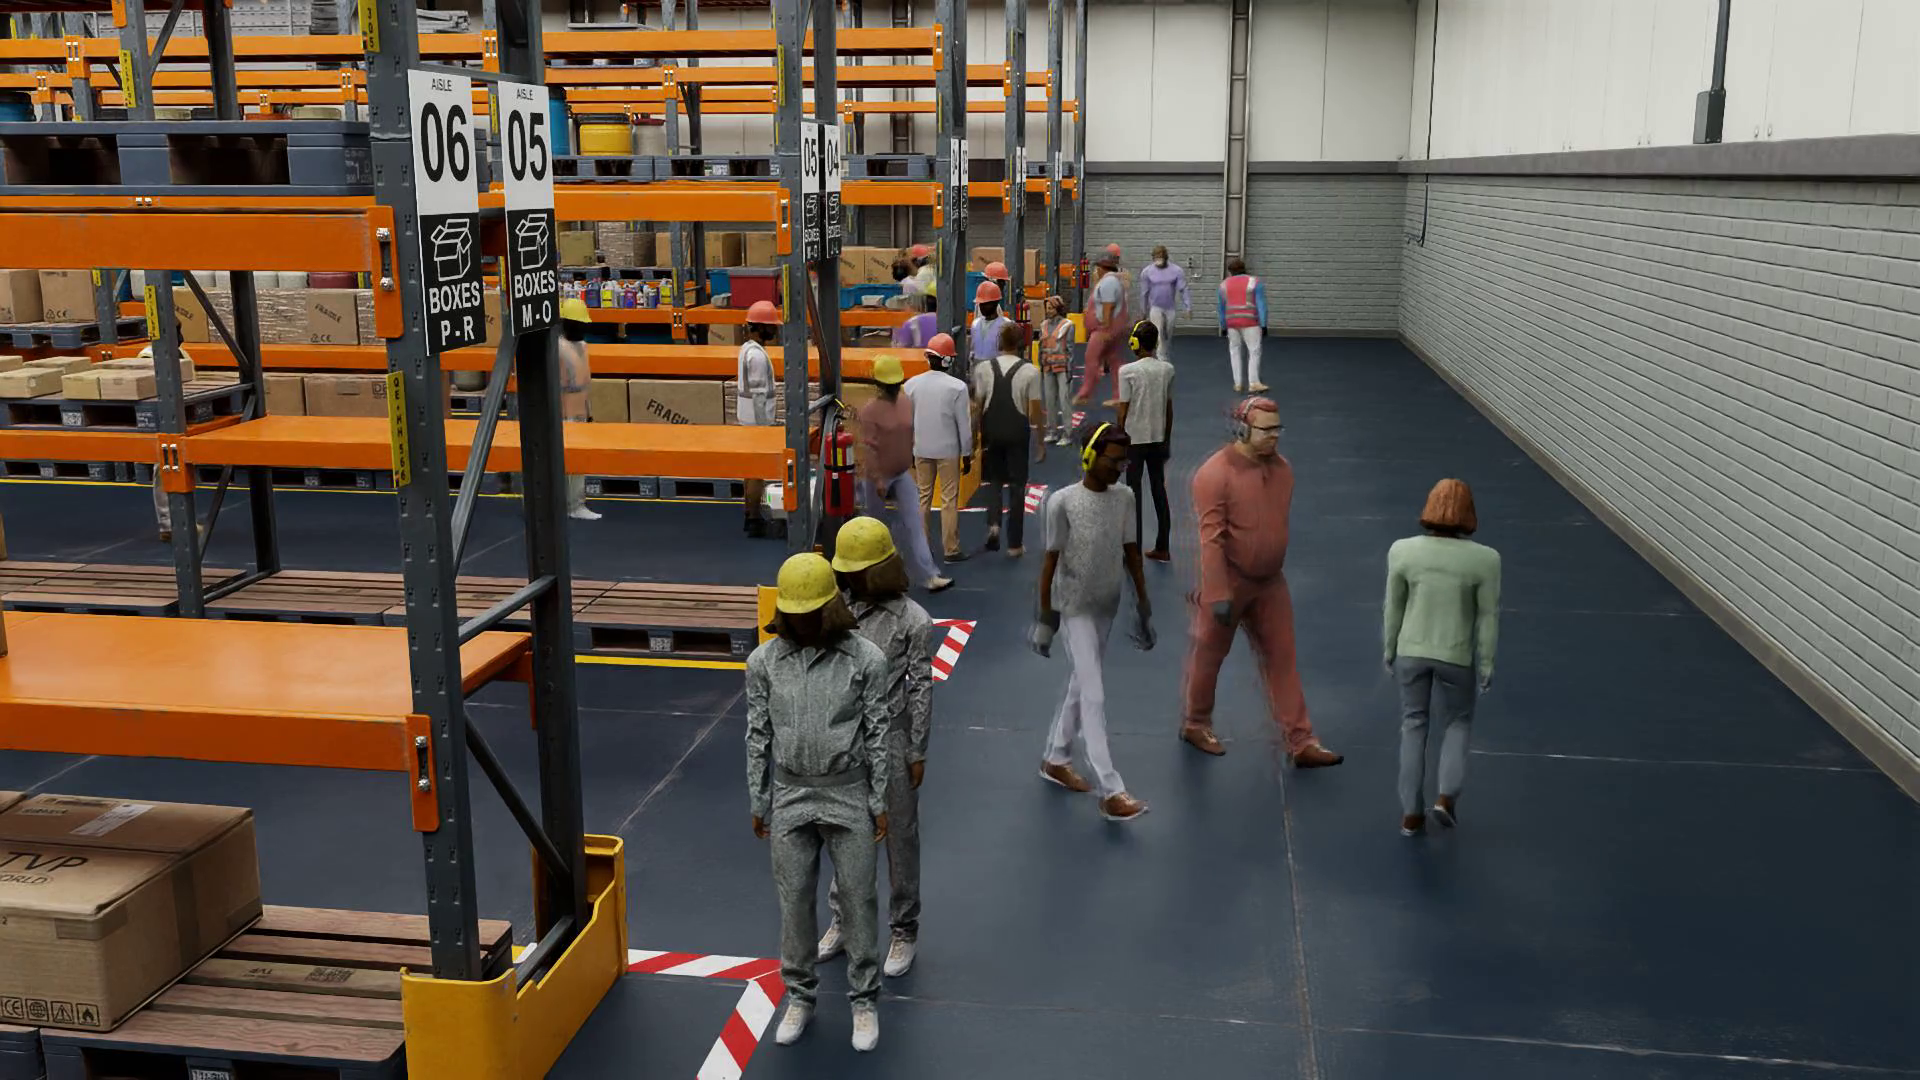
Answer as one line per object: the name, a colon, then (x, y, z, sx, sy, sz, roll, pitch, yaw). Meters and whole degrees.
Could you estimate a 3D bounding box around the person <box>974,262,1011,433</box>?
person: (0.348, -2.056, 18.294, 0.403, 1.982, 0.628, -3, 13, -11)

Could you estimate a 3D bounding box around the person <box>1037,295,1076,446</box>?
person: (1.054, -1.846, 18.142, 0.316, 1.631, 0.524, -12, 17, -43)

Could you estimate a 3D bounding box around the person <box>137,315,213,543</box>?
person: (-6.338, -0.908, 13.424, 0.430, 1.844, 0.624, 1, 13, 3)

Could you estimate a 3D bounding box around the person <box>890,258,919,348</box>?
person: (-0.732, -2.809, 22.051, 0.436, 1.821, 0.720, -2, 13, -7)

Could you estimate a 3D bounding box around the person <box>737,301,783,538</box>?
person: (-1.612, -0.976, 13.542, 0.389, 1.929, 0.544, -3, 13, -14)

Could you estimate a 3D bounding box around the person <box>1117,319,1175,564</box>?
person: (1.398, -0.731, 12.602, 0.503, 1.858, 0.336, -7, 14, -27)

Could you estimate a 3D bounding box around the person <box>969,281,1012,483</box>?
person: (0.284, -1.502, 15.916, 0.545, 1.929, 0.388, 12, 17, 43)

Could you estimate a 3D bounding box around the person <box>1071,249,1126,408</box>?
person: (1.729, -2.681, 20.975, 0.888, 2.000, 0.699, 3, 13, 14)

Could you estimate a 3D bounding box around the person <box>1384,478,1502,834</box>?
person: (2.142, 0.530, 7.446, 0.512, 1.618, 0.354, 5, 14, 23)

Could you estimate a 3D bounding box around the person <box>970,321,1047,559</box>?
person: (0.375, -0.769, 12.847, 0.591, 1.820, 0.419, 4, 13, 19)

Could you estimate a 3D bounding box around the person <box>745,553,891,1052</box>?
person: (-0.480, 0.881, 5.605, 0.494, 1.729, 0.324, 1, 13, 4)

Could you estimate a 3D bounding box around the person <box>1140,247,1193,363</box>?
person: (3.022, -3.371, 24.505, 0.748, 1.875, 0.998, 0, 12, 0)

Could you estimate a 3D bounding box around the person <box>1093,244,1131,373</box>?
person: (2.272, -3.482, 24.952, 0.547, 1.869, 1.036, 1, 13, 4)

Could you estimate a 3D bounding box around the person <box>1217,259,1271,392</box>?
person: (3.869, -2.906, 22.566, 0.790, 1.791, 0.440, 7, 14, 29)

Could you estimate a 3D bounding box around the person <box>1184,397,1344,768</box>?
person: (1.474, 0.235, 8.229, 0.653, 1.861, 0.981, -7, 15, -30)

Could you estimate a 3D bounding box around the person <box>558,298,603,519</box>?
person: (-3.322, -1.104, 14.166, 0.485, 1.909, 0.586, 3, 13, 13)

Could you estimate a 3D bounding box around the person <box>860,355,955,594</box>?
person: (-0.449, -0.444, 11.622, 0.926, 1.704, 0.540, 12, 17, 43)

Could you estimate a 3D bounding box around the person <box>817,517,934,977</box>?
person: (-0.339, 0.759, 6.143, 0.484, 1.735, 0.311, 6, 14, 24)

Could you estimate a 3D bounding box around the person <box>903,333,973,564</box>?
person: (-0.153, -0.696, 12.669, 0.572, 1.749, 0.341, 7, 14, 27)

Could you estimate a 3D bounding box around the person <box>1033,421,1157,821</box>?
person: (0.684, 0.370, 7.698, 0.532, 1.821, 0.938, -9, 16, -36)

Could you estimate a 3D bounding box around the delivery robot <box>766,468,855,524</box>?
delivery robot: (-1.219, -0.340, 13.575, 0.707, 0.478, 0.477, 0, 13, 0)
